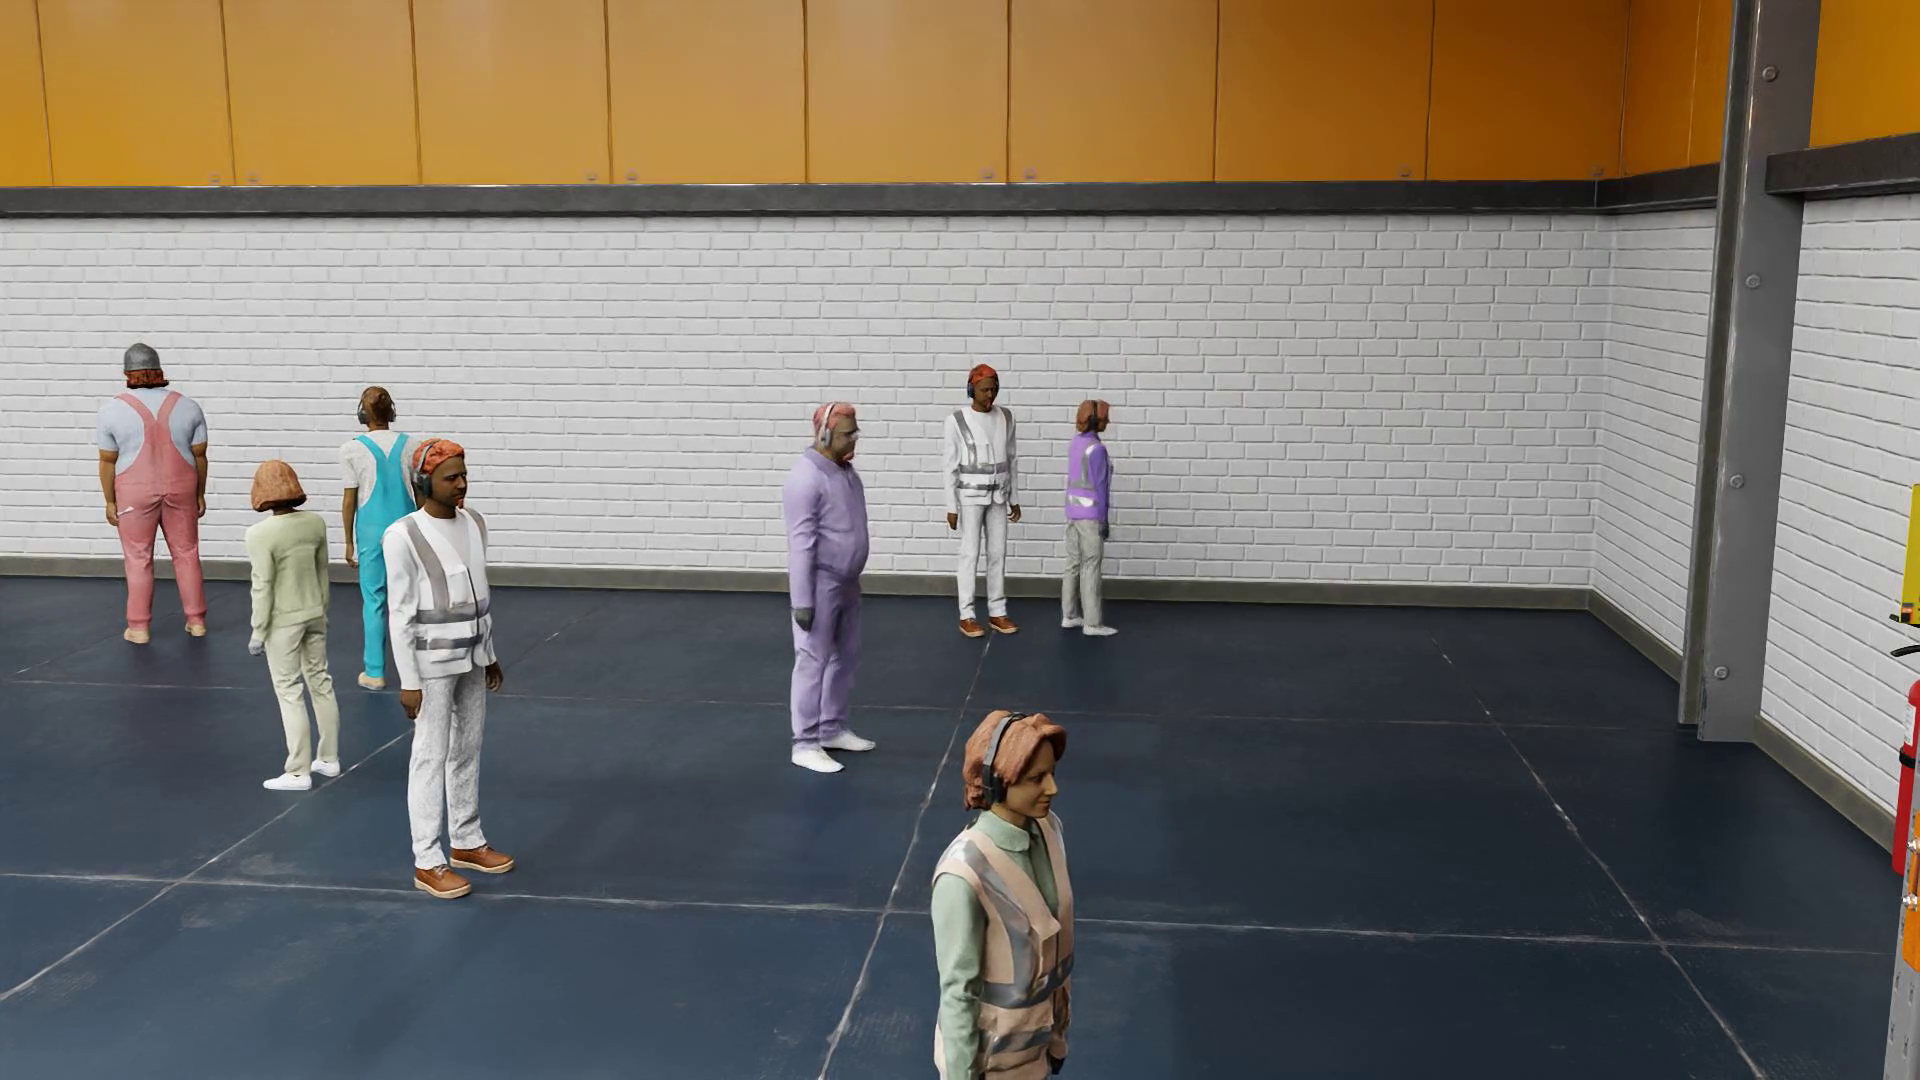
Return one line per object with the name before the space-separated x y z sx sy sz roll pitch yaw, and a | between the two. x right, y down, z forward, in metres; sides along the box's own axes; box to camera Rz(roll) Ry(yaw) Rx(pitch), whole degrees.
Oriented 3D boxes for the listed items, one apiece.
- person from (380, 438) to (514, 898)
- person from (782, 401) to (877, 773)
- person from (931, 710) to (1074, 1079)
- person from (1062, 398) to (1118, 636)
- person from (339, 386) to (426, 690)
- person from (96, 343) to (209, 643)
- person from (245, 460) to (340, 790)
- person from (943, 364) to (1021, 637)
person | -2.117 0.518 6.897 0.344 1.882 0.584 4 11 21
person | -0.654 0.237 8.490 0.397 1.897 0.662 4 11 22
person | 0.099 1.183 3.790 0.311 1.638 0.521 5 11 26
person | 0.879 -0.157 11.470 0.313 1.636 0.521 -4 11 -20
person | -3.478 -0.013 10.090 0.502 1.837 0.350 -7 12 -34
person | -5.486 -0.334 11.321 0.683 2.000 0.535 -8 12 -37
person | -3.298 0.417 8.191 0.284 1.632 0.502 4 11 21
person | 0.155 -0.270 11.432 0.589 1.878 0.369 -6 12 -32
